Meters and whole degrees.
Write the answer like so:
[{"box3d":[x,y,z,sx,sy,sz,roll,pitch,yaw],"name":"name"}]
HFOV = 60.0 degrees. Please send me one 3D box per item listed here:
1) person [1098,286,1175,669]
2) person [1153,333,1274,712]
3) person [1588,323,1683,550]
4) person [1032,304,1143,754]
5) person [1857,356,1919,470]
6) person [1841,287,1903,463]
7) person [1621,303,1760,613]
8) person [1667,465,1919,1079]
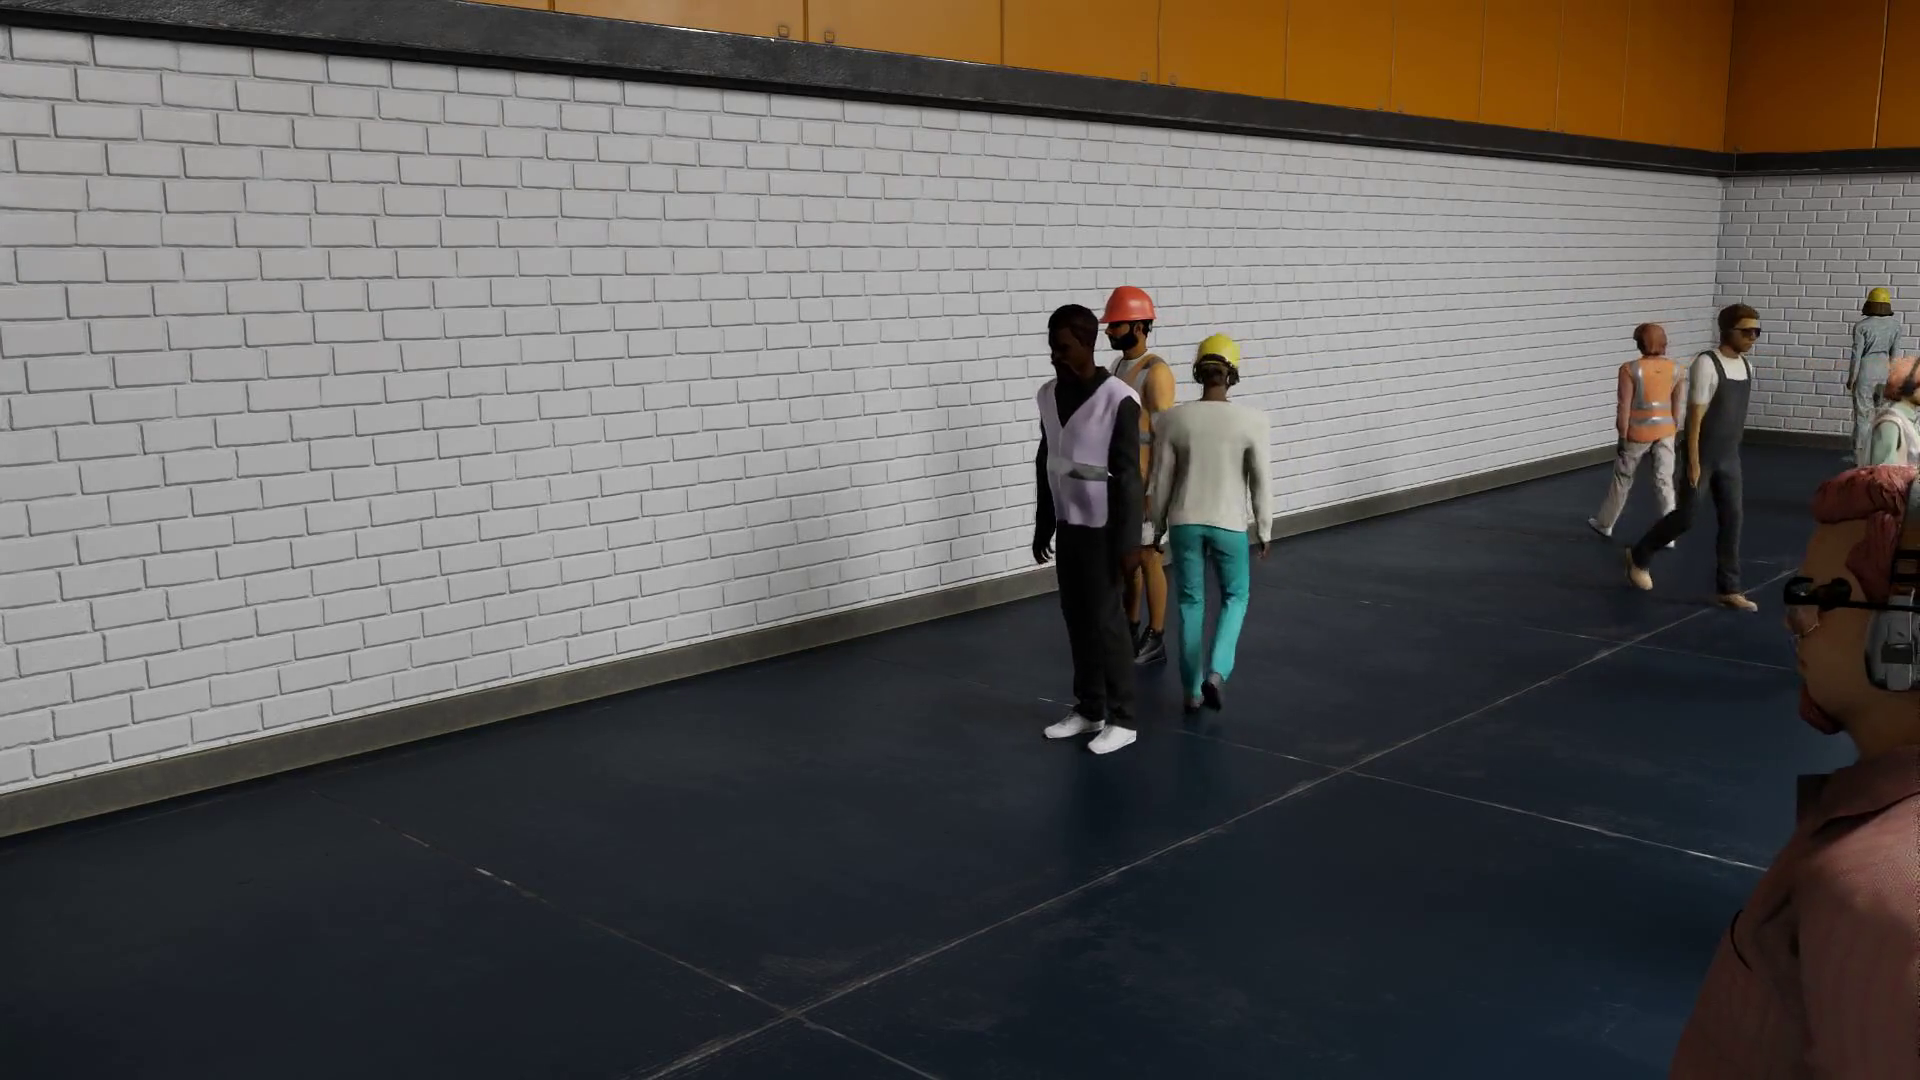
[{"box3d":[0.864,-0.313,8.455,0.378,1.936,0.548,-4,11,-21],"name":"person"},{"box3d":[1.137,-0.058,7.545,0.559,1.745,0.498,3,10,17],"name":"person"},{"box3d":[4.906,-0.751,11.940,0.530,1.591,0.838,-1,10,-6],"name":"person"},{"box3d":[0.544,-0.047,7.062,0.429,1.901,0.610,-7,12,-34],"name":"person"},{"box3d":[4.418,-0.063,7.906,0.360,1.617,0.530,7,12,36],"name":"person"},{"box3d":[9.021,-1.622,16.463,0.487,1.744,0.297,-1,10,-4],"name":"person"},{"box3d":[4.412,-0.507,9.929,0.512,1.820,0.813,-5,11,-25],"name":"person"},{"box3d":[0.988,0.863,1.849,0.409,1.905,0.651,9,13,41],"name":"person"}]
